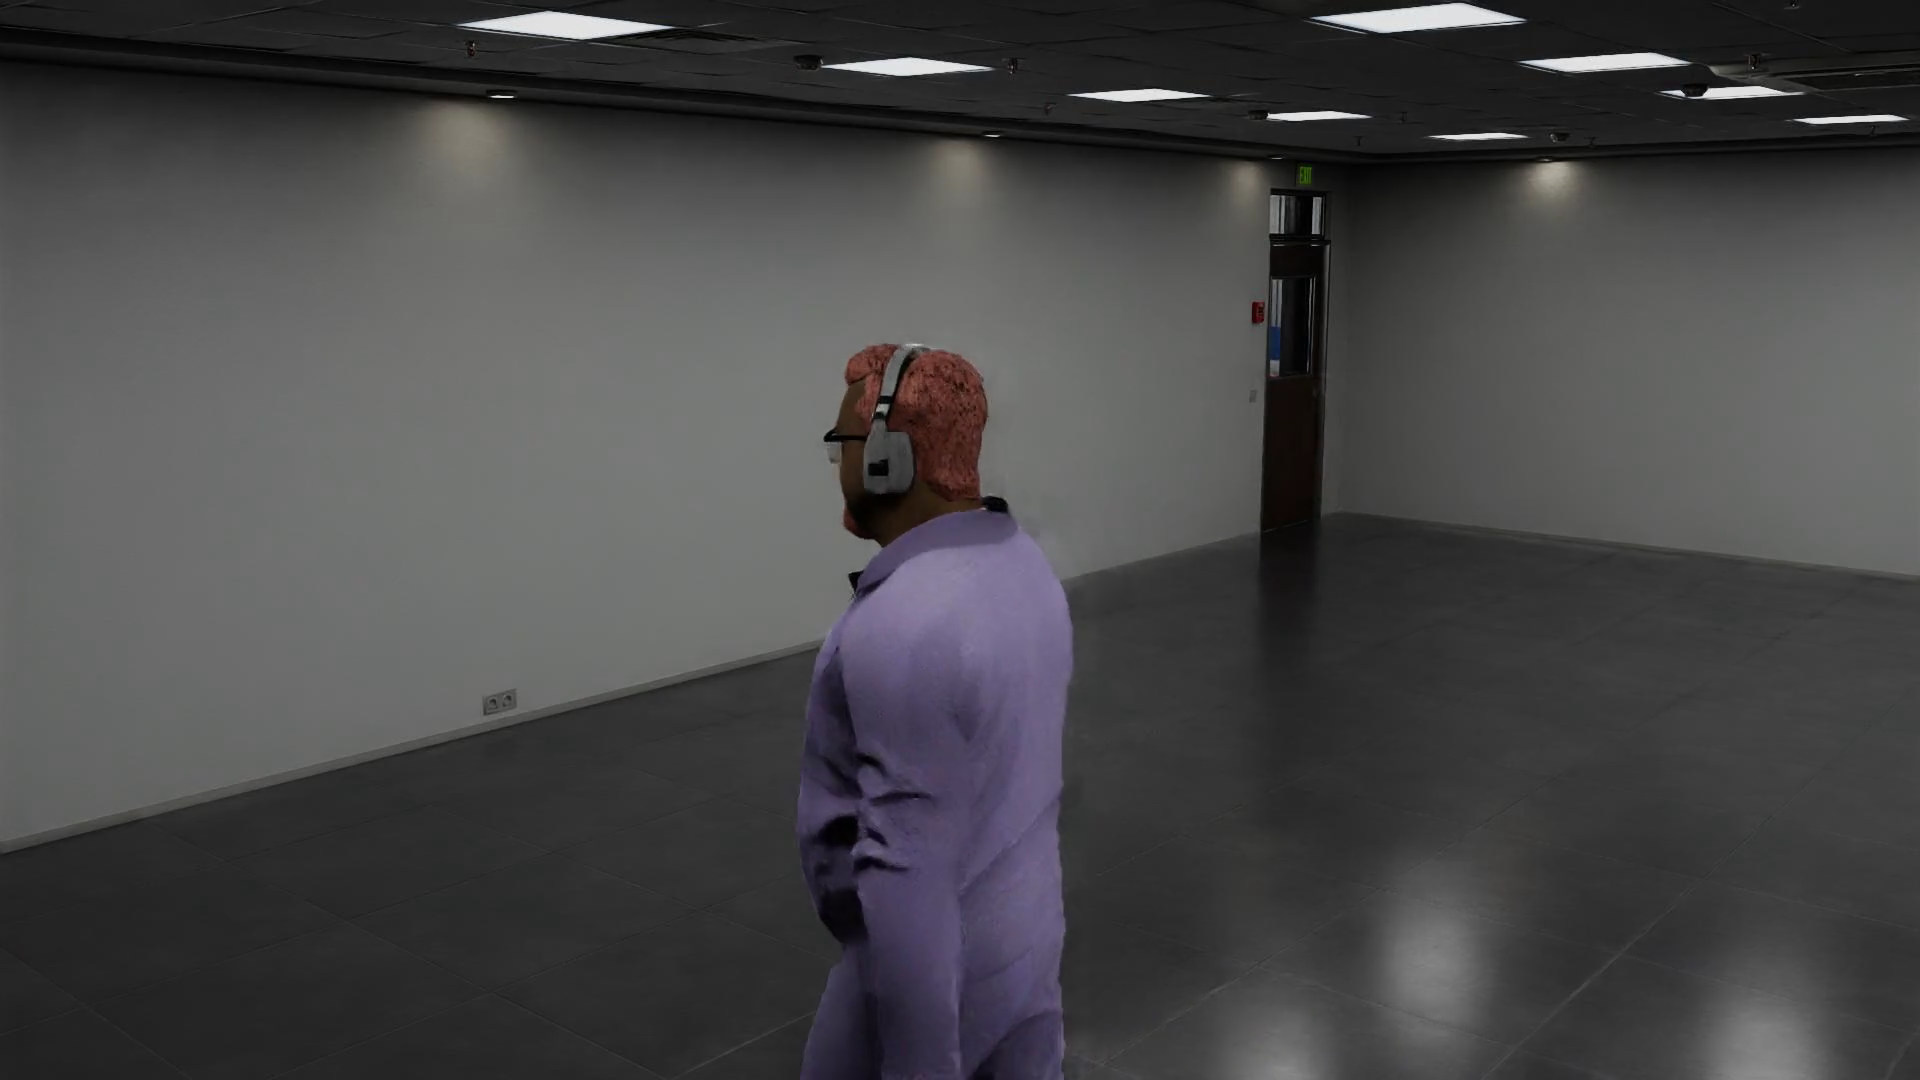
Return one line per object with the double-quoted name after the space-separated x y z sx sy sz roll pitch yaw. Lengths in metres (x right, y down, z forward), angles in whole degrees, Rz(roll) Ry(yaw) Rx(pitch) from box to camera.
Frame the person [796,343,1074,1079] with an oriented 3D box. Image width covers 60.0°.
-0.144 0.636 2.615 0.874 1.869 0.659 4 11 22 "person"
